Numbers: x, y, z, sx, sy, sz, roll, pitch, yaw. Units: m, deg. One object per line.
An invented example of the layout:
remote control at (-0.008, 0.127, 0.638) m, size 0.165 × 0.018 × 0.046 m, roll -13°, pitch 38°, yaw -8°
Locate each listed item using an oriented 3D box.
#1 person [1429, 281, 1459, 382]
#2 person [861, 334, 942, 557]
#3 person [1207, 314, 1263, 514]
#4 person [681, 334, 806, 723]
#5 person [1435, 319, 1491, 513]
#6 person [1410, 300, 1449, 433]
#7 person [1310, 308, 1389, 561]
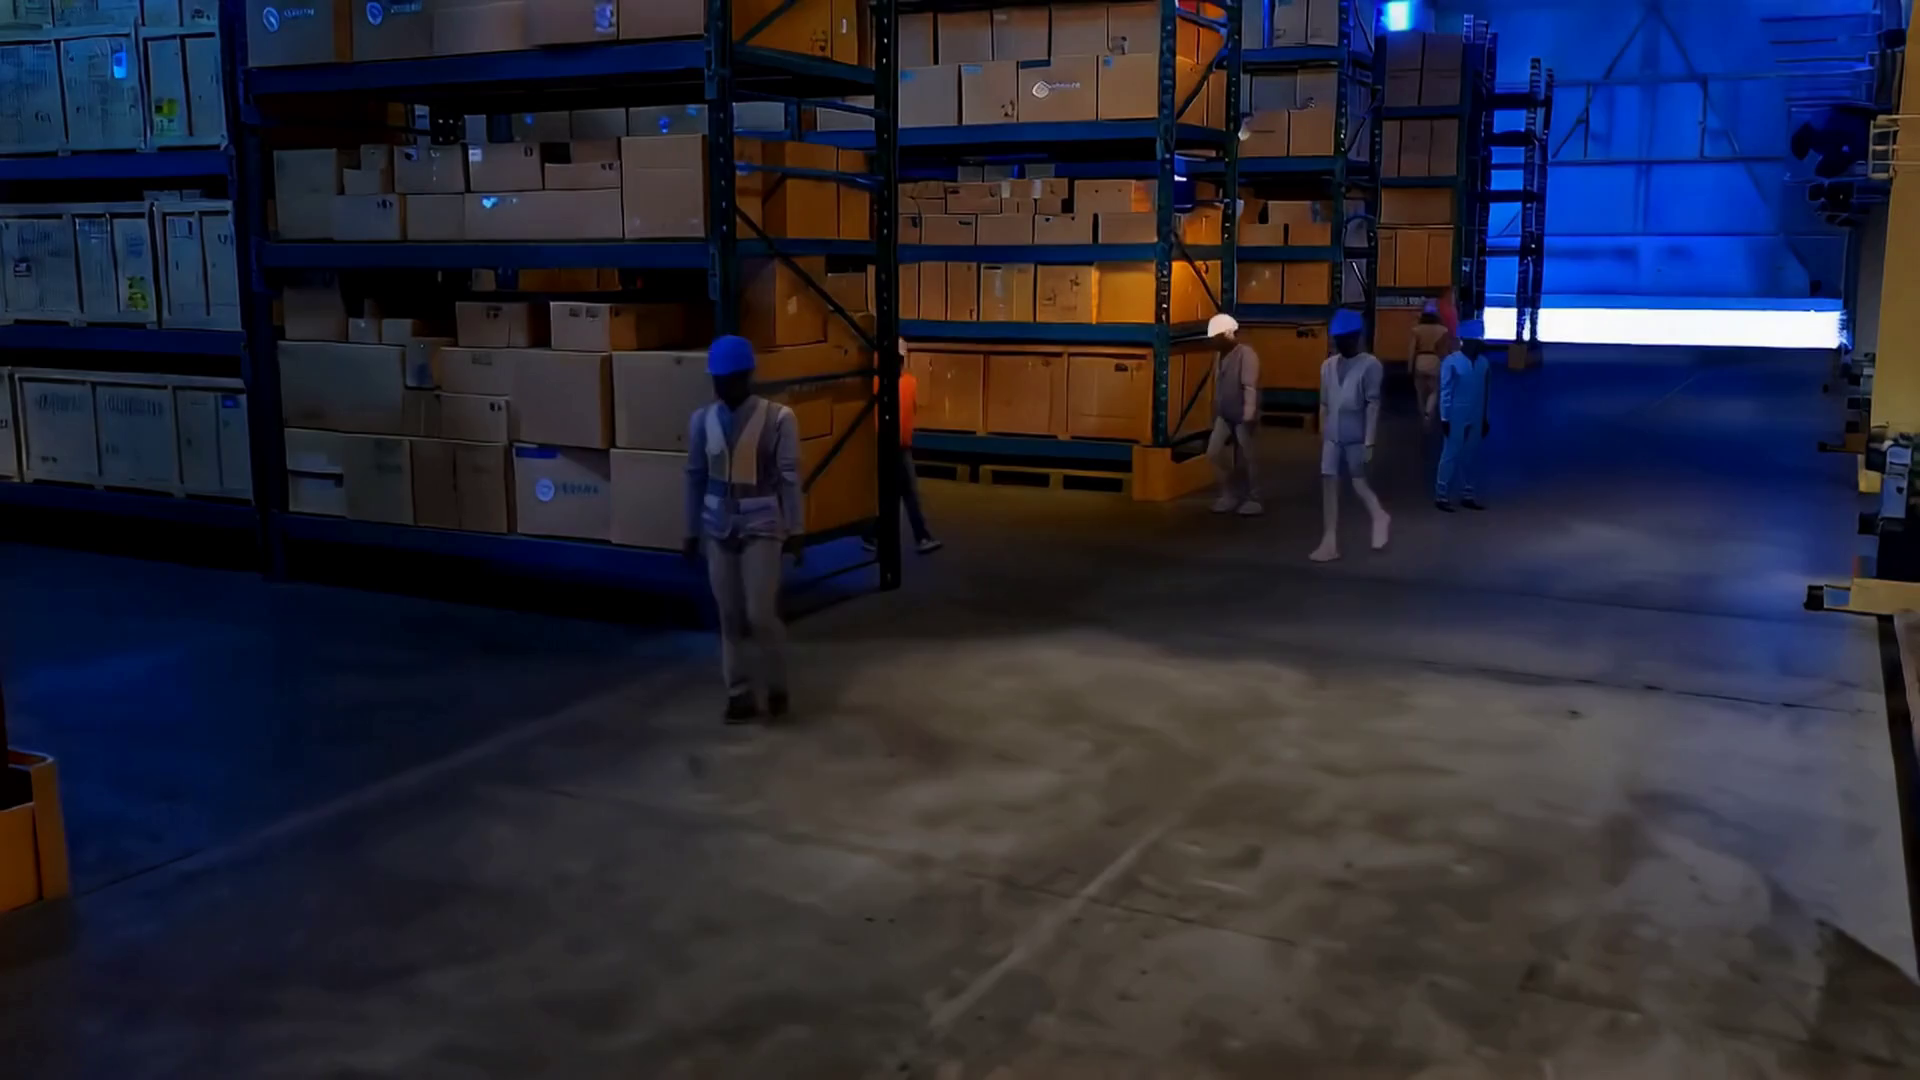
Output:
person at (7.648, -3.162, 26.433) m, size 0.580 × 1.883 × 0.670 m, roll 1°, pitch 10°, yaw 5°
person at (-0.504, -0.712, 12.725) m, size 0.532 × 1.724 × 0.902 m, roll -6°, pitch 12°, yaw -32°
person at (2.492, -1.123, 14.914) m, size 0.533 × 1.779 × 0.721 m, roll -5°, pitch 11°, yaw -27°
person at (-1.082, -0.047, 8.248) m, size 0.646 × 1.935 × 0.430 m, roll 3°, pitch 10°, yaw 18°
person at (4.565, -1.115, 15.002) m, size 0.563 × 1.742 × 0.353 m, roll -5°, pitch 11°, yaw -27°
person at (6.012, -2.214, 21.364) m, size 0.500 × 1.726 × 0.573 m, roll 5°, pitch 11°, yaw 25°
person at (2.992, -0.808, 12.698) m, size 0.735 × 1.920 × 0.556 m, roll -9°, pitch 13°, yaw -42°
